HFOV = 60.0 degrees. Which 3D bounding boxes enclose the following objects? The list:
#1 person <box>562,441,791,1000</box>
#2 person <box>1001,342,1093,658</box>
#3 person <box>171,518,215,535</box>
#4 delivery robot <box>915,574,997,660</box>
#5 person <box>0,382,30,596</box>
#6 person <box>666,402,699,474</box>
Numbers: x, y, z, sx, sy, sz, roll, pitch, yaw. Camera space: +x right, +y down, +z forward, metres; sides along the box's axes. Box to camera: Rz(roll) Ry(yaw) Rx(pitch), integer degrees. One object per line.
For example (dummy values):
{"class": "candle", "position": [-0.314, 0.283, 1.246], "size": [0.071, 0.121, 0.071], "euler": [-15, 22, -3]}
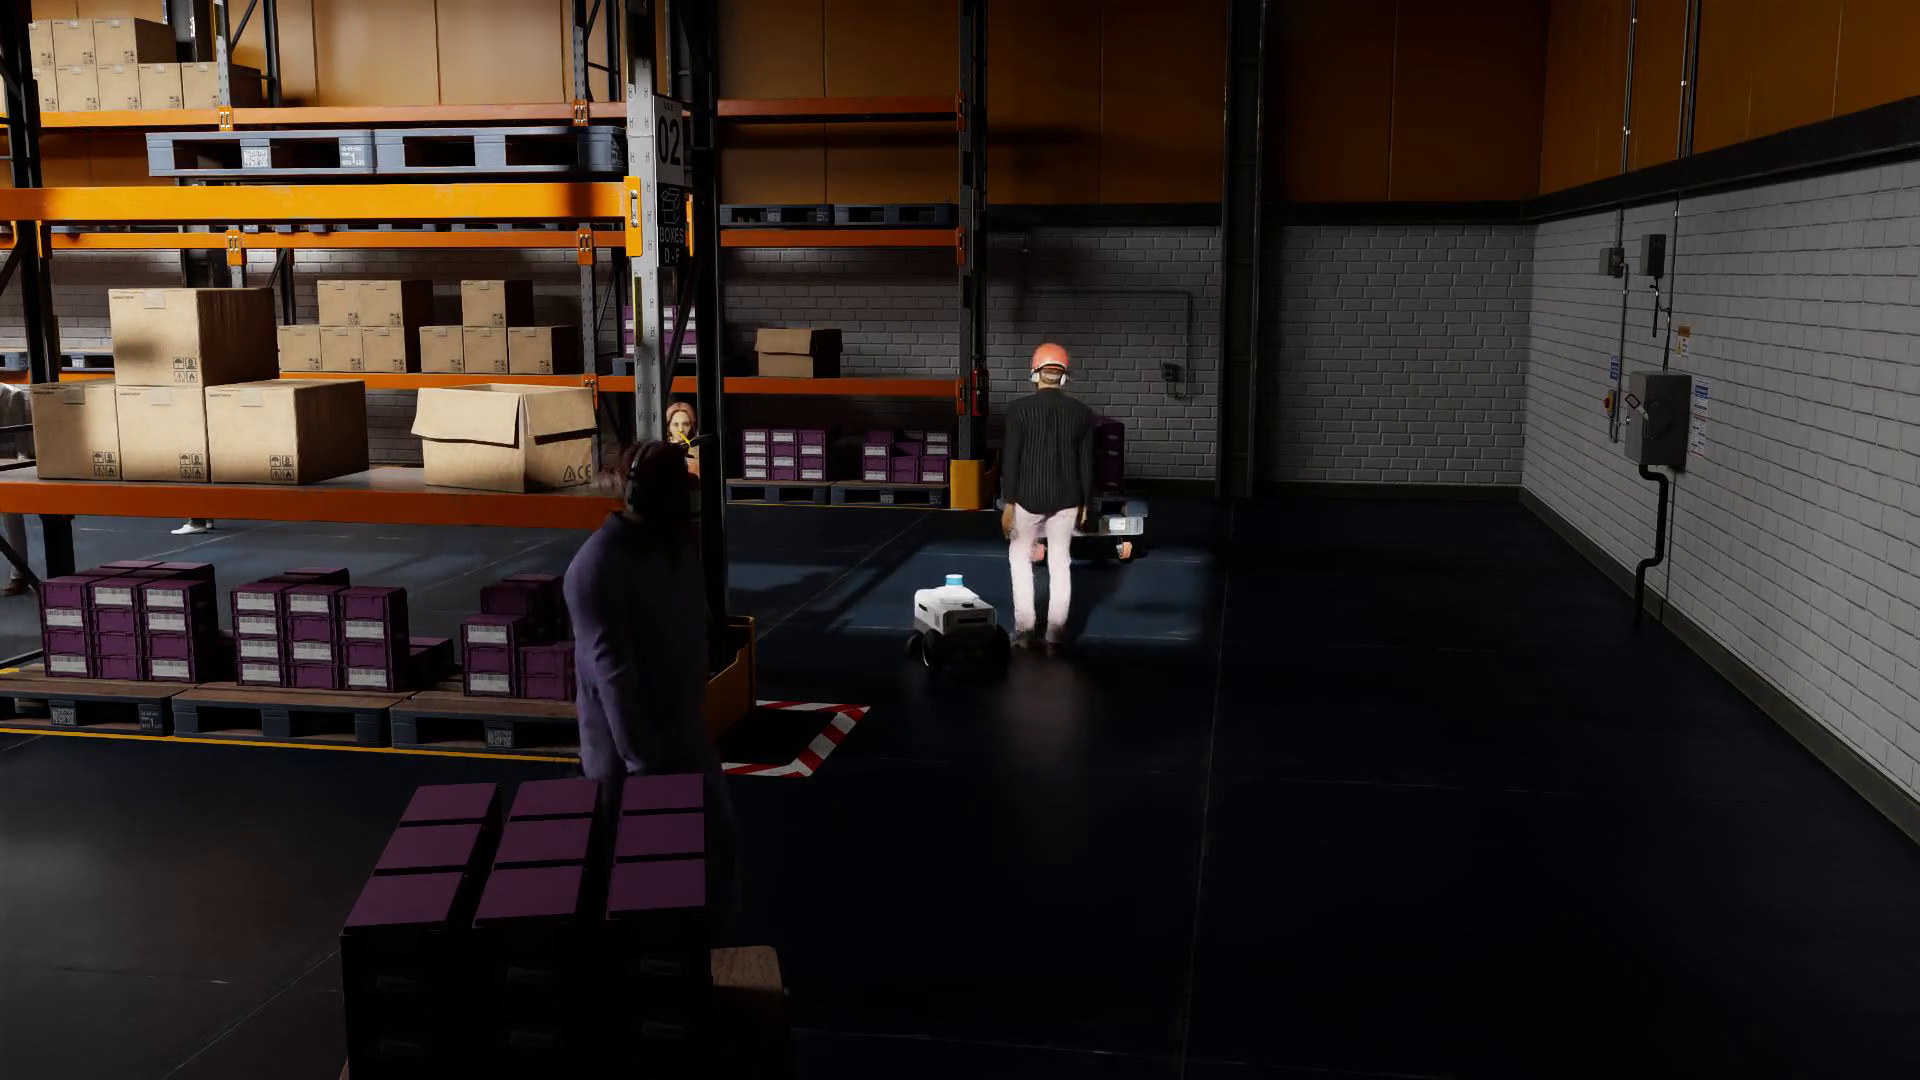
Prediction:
{"class": "person", "position": [-0.908, 0.627, 5.299], "size": [0.810, 1.876, 0.639], "euler": [5, 10, 26]}
{"class": "person", "position": [0.534, -0.259, 10.519], "size": [0.655, 1.966, 0.642], "euler": [-3, 10, -17]}
{"class": "person", "position": [-7.117, -1.006, 15.293], "size": [0.383, 1.921, 0.586], "euler": [-1, 9, -3]}
{"class": "delivery robot", "position": [-0.033, 0.454, 10.174], "size": [0.477, 0.478, 0.707], "euler": [-3, 10, -17]}
{"class": "person", "position": [-7.230, -0.520, 12.393], "size": [0.575, 1.884, 0.355], "euler": [0, 9, 1]}
{"class": "person", "position": [-1.671, -0.016, 10.032], "size": [0.523, 1.636, 0.310], "euler": [-3, 9, -15]}
